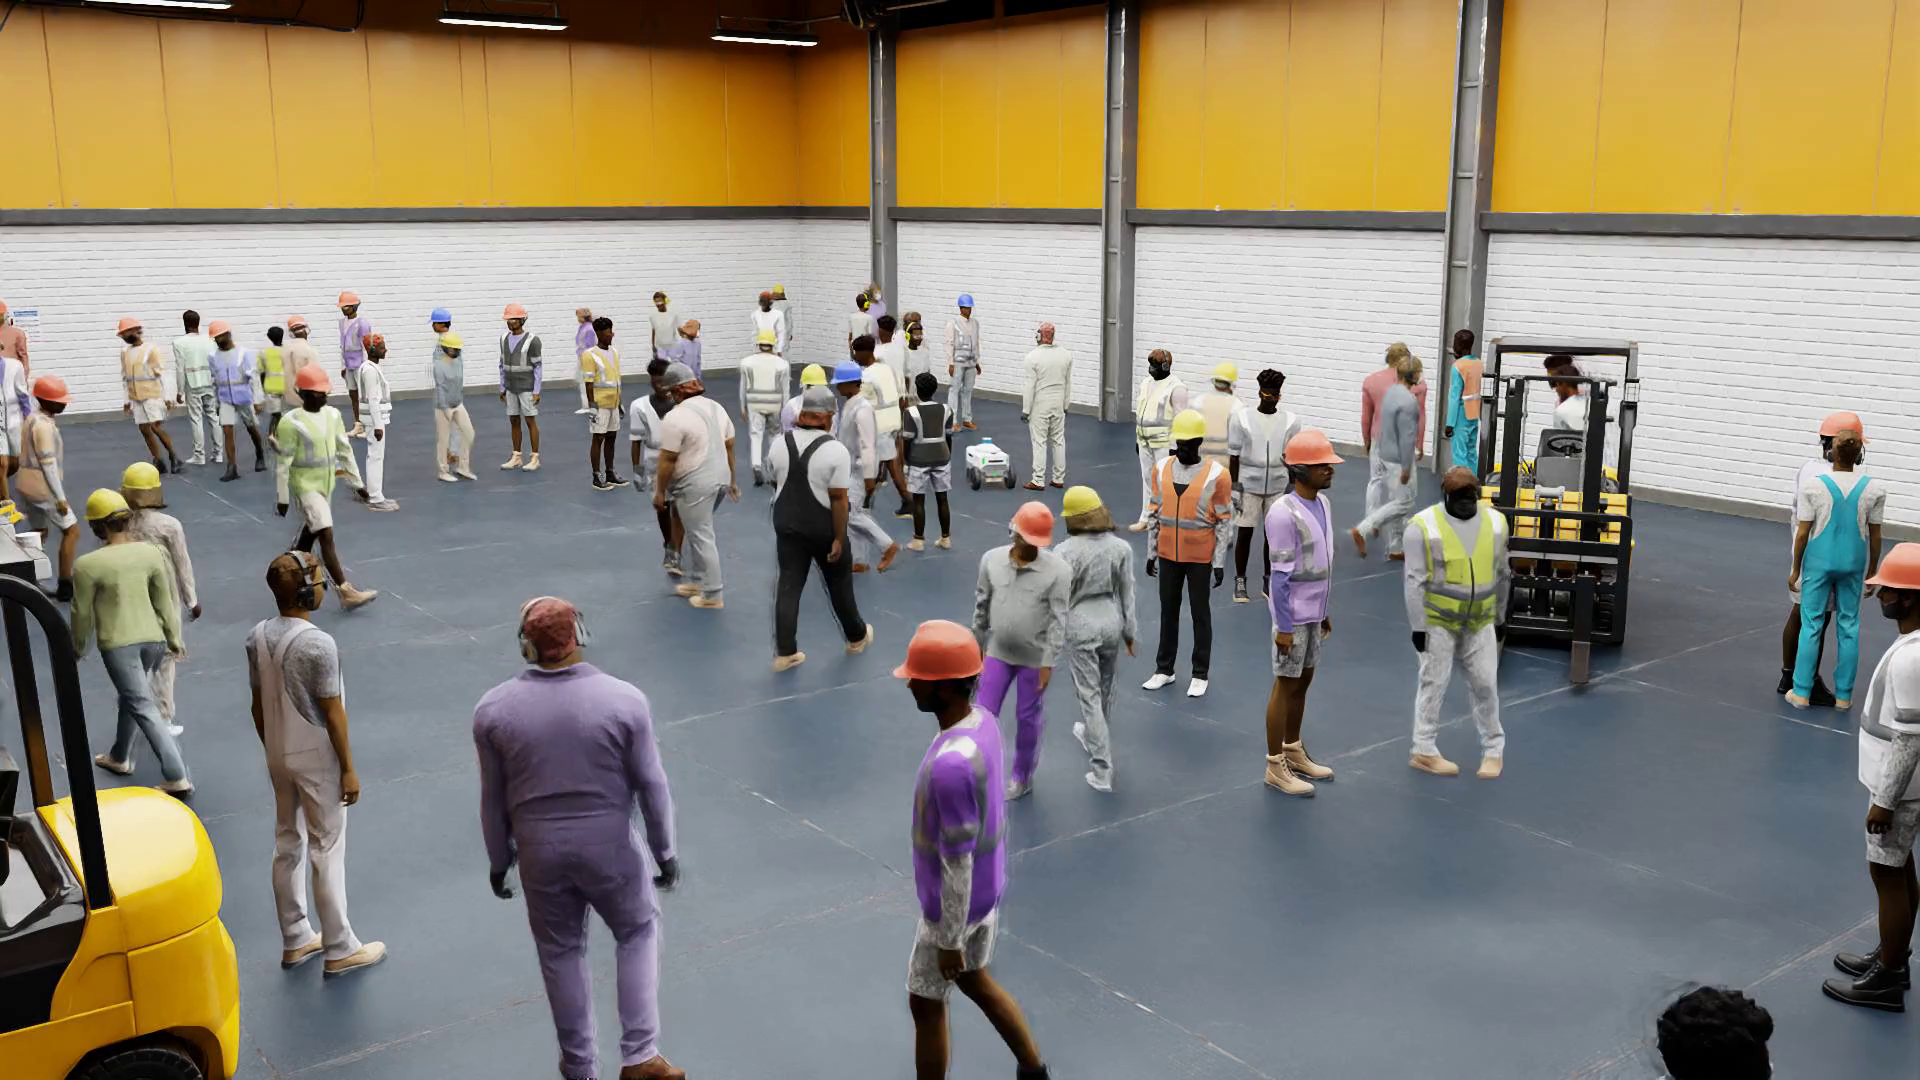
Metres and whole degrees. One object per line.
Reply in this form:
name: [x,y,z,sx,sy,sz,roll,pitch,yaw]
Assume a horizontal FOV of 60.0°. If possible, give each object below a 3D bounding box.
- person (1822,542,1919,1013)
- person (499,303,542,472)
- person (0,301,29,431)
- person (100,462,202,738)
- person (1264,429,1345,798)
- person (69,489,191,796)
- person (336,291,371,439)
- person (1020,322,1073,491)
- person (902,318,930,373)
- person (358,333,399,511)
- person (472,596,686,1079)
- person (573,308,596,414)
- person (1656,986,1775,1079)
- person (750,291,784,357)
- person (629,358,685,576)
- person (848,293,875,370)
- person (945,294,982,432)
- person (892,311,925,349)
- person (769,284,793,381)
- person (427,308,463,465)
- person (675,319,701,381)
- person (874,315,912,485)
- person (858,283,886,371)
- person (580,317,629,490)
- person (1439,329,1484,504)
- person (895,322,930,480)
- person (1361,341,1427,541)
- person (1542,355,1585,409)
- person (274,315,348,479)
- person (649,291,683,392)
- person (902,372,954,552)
person: [3.819,0.966,6.821,0.361,1.935,0.553,9,15,37]
person: [-5.339,-1.847,20.148,0.605,2.045,0.377,5,13,24]
person: [-12.367,-2.105,21.508,0.612,1.997,0.376,-2,12,-12]
person: [-4.928,0.382,10.150,0.488,1.728,0.375,1,12,5]
person: [1.920,0.398,9.298,0.367,2.048,0.607,8,14,33]
person: [-4.654,0.568,9.283,0.894,1.711,0.513,5,13,23]
person: [-8.316,-2.395,22.835,0.602,2.036,0.400,9,15,37]
person: [0.958,-1.514,18.869,0.639,1.910,0.407,-7,14,-32]
person: [-0.703,-2.552,24.654,0.523,1.592,0.847,1,12,4]
person: [-6.194,-1.248,17.645,0.337,1.882,0.583,-4,12,-20]
person: [-1.409,1.145,6.115,0.701,1.884,0.493,-1,12,-6]
person: [-5.754,-2.745,25.501,0.381,1.620,0.535,-7,13,-29]
person: [1.510,1.739,3.721,0.648,1.672,0.536,9,14,36]
person: [-3.048,-3.036,26.447,0.560,1.830,1.013,1,12,6]
person: [-2.577,-0.642,14.627,0.631,1.912,0.957,-1,12,-4]
person: [-1.463,-2.792,25.142,0.548,1.870,0.318,9,15,36]
person: [0.054,-2.514,23.599,0.602,1.949,0.393,-10,15,-40]
person: [-0.600,-2.065,21.742,0.592,1.824,0.657,9,15,37]
person: [-3.256,-3.728,29.960,0.492,1.742,0.319,0,12,-1]
person: [-6.373,-1.908,20.673,0.393,1.946,0.617,-4,12,-17]
person: [-3.790,-2.253,23.123,0.372,1.620,0.529,7,13,29]
person: [-0.838,-1.617,19.224,0.606,1.966,0.367,-9,15,-37]
person: [-1.318,-3.200,27.023,0.922,1.898,0.648,10,15,40]
person: [-4.041,-1.561,18.956,0.367,1.965,0.607,5,13,23]
person: [5.419,-1.300,17.847,0.387,1.910,0.584,10,15,39]
person: [-0.566,-1.640,19.606,0.523,1.860,0.320,-7,14,-32]
person: [4.188,-0.955,16.114,0.628,1.932,0.354,7,13,30]
person: [5.556,-0.743,15.136,0.601,1.914,0.648,3,12,12]
person: [-7.700,-1.670,19.528,0.615,1.945,0.714,6,13,26]
person: [-4.632,-3.039,26.415,0.545,1.836,0.637,0,12,1]
person: [-0.300,-0.723,15.585,0.536,1.693,0.320,-6,13,-26]
